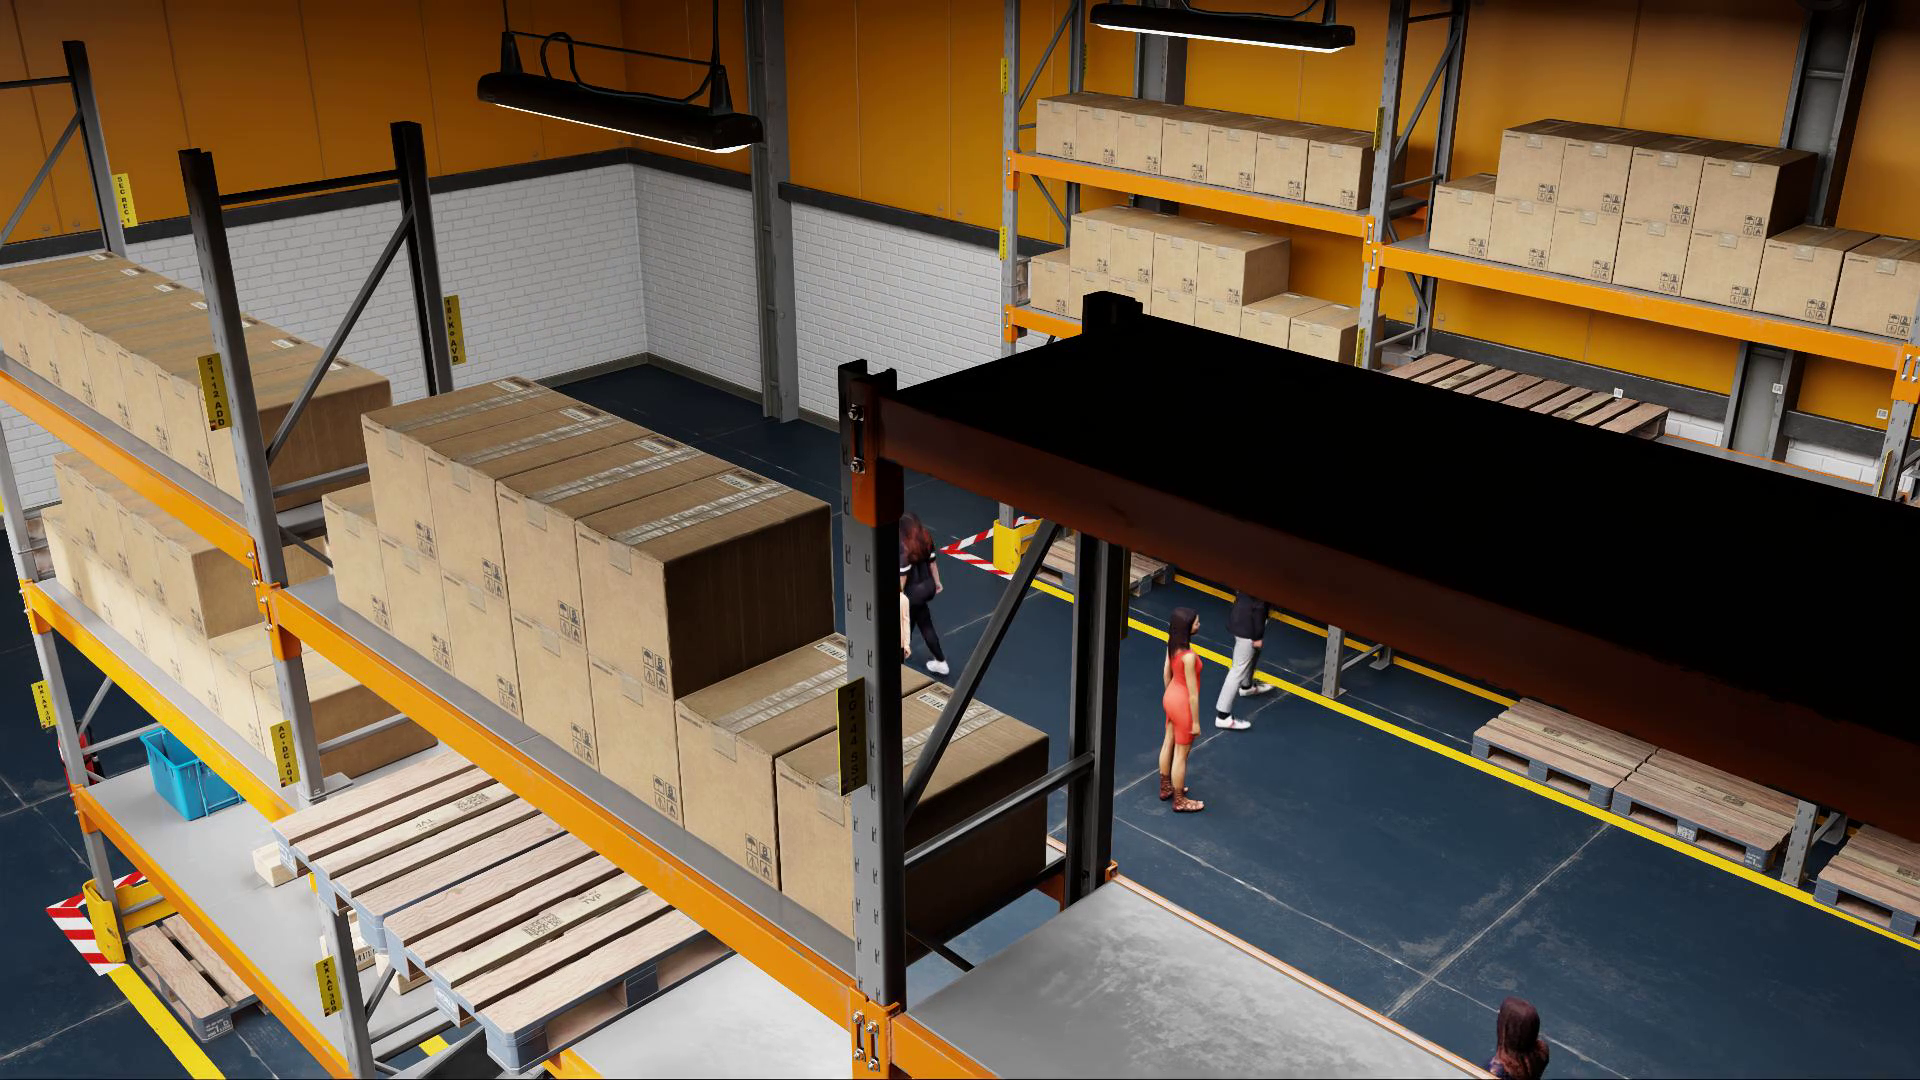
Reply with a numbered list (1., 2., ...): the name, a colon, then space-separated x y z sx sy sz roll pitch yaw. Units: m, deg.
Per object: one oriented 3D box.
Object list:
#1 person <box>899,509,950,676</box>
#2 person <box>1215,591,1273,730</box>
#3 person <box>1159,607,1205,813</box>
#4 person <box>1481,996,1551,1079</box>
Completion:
1. person: -0.325 0.506 14.919 1.076 1.583 0.784 17 29 35
2. person: 2.455 0.662 14.130 1.051 1.927 1.025 3 24 6
3. person: 1.712 1.304 12.923 0.728 1.718 0.609 -8 25 -17
4. person: 2.949 3.166 8.861 0.764 1.561 1.097 -15 27 -30
